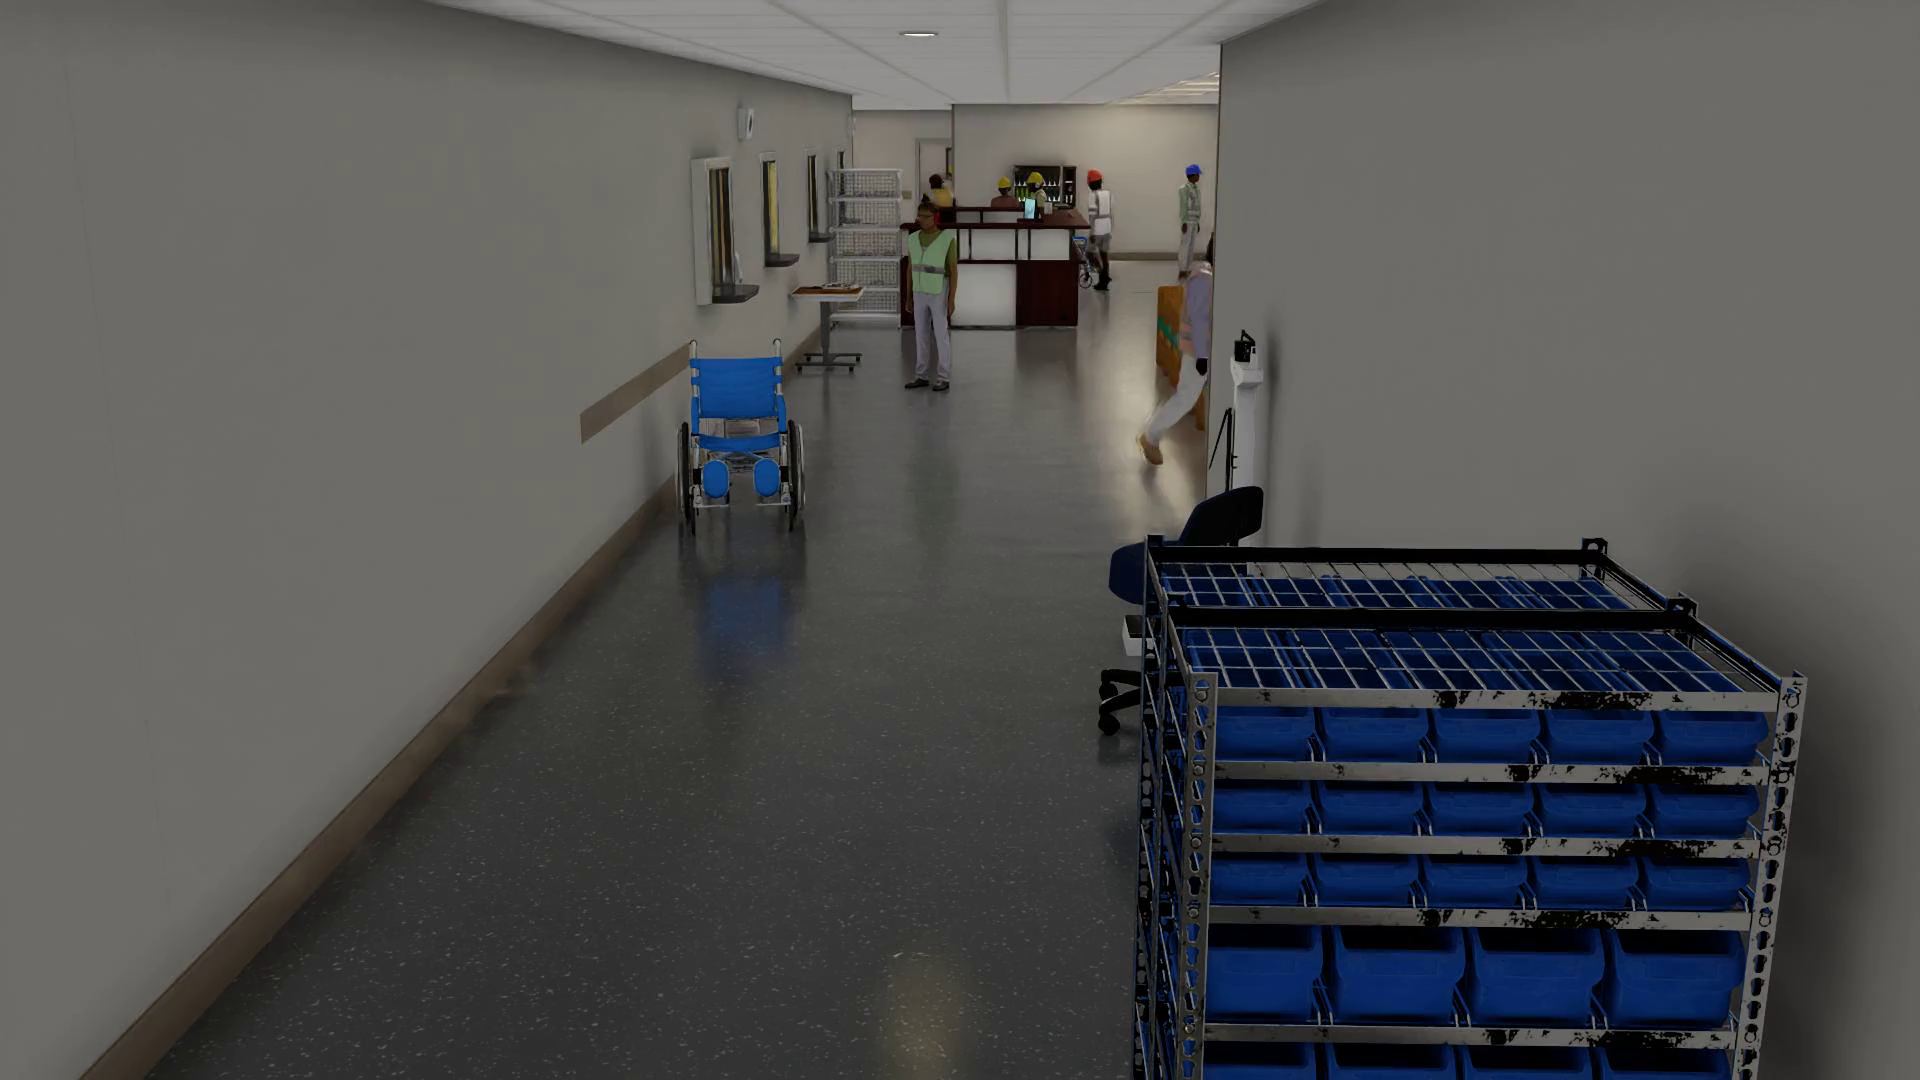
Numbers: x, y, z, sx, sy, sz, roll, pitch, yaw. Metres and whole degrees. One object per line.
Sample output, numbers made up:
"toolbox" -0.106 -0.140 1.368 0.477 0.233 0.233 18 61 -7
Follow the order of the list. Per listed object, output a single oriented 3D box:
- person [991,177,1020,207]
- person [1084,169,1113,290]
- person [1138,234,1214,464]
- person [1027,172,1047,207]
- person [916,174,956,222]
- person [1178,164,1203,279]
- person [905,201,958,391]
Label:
"person" 0.739 -5.141 27.687 0.522 1.758 0.349 5 15 21
"person" 2.224 -4.920 26.464 0.585 1.914 0.463 -11 18 -37
"person" 1.784 -1.423 12.541 0.884 1.797 0.683 7 15 25
"person" 1.299 -5.353 28.415 0.403 1.827 0.591 -1 14 -2
"person" -0.429 -5.220 27.928 0.651 1.782 0.964 -11 17 -37
"person" 3.988 -5.506 28.767 0.406 1.943 0.619 8 16 30
"person" -0.277 -2.394 16.353 0.575 1.841 0.374 9 16 32
